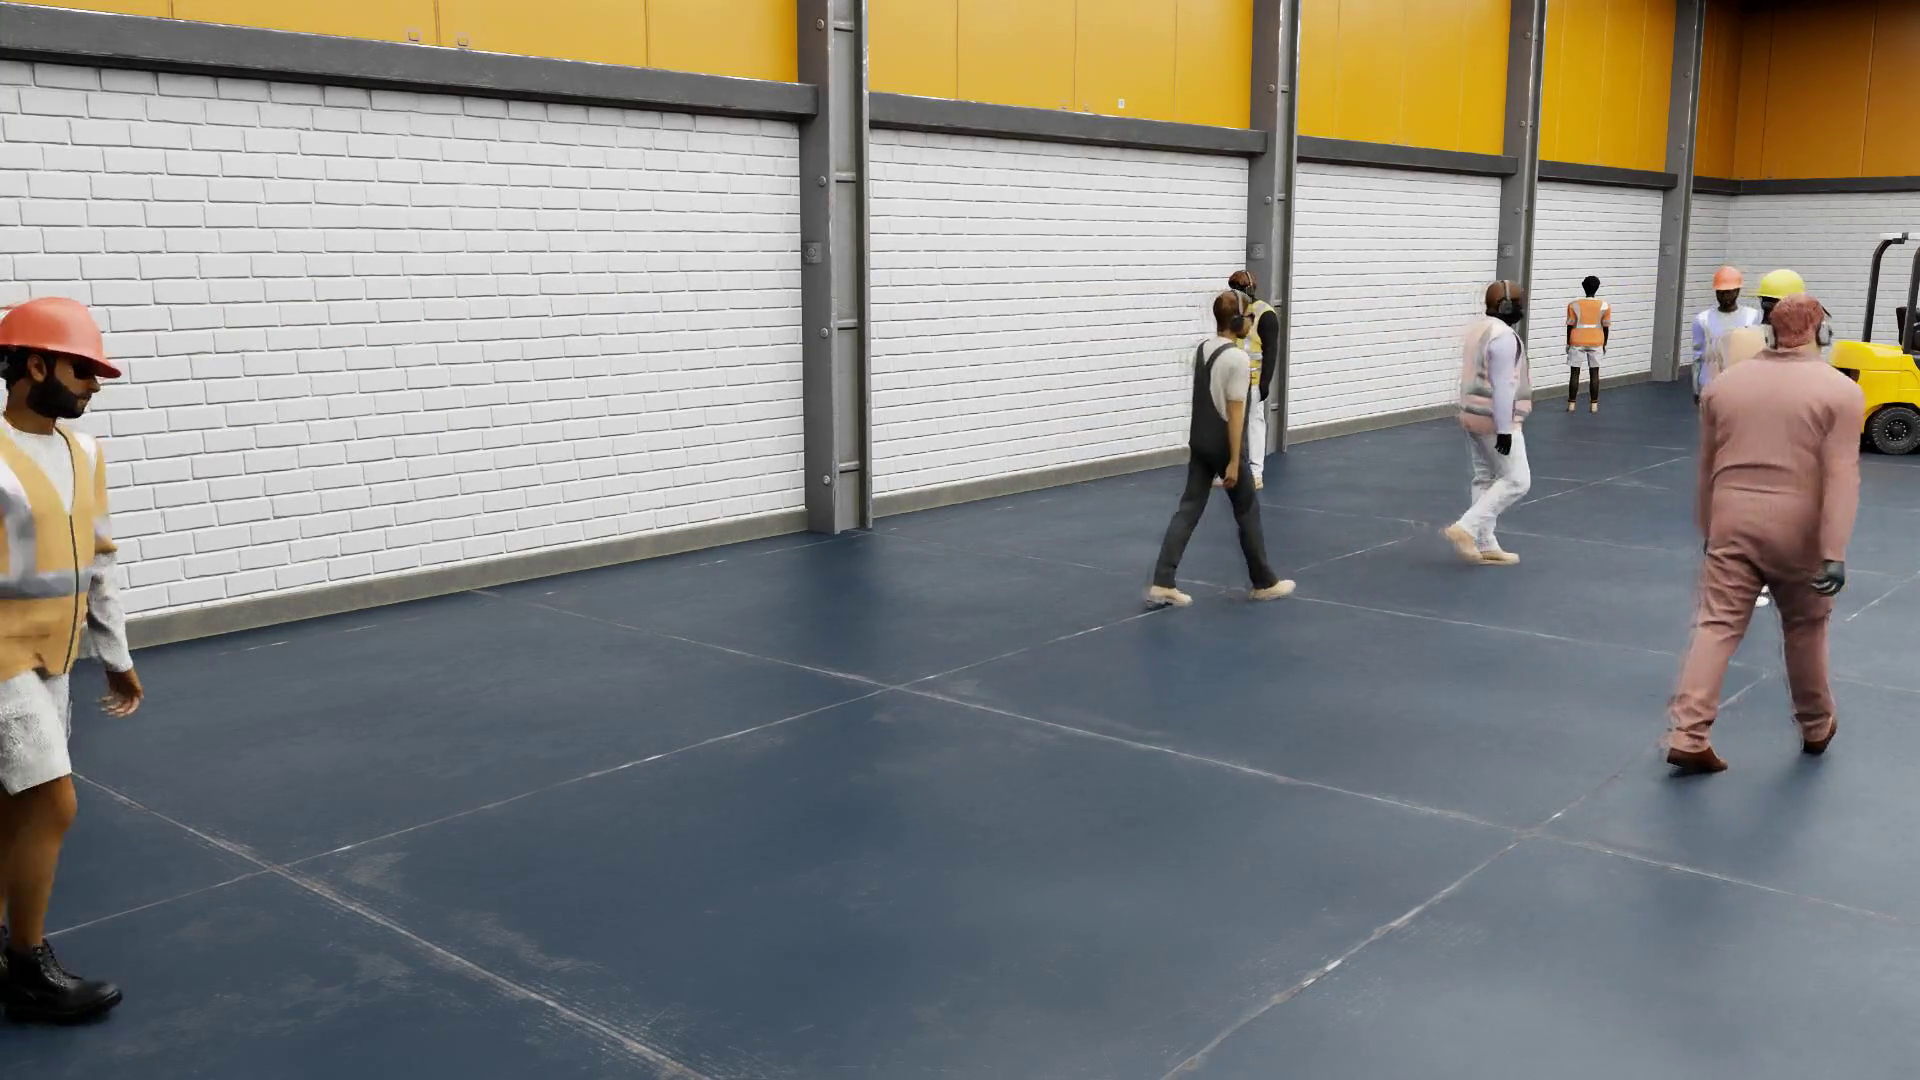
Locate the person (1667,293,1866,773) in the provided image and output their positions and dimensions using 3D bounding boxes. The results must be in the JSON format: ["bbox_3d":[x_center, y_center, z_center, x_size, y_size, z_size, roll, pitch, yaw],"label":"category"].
[{"bbox_3d":[3.164,-0.016,6.461,1.020,1.854,0.679,-8,13,-38],"label":"person"}]

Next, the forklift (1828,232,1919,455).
[{"bbox_3d":[9.955,-1.972,16.595,2.313,2.155,1.214,1,10,8],"label":"forklift"}]

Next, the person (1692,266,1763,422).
[{"bbox_3d":[6.338,-1.323,13.802,0.541,1.892,1.007,4,11,21],"label":"person"}]

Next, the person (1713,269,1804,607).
[{"bbox_3d":[4.587,-0.564,9.395,0.661,1.902,0.608,-5,11,-27],"label":"person"}]

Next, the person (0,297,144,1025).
[{"bbox_3d":[-2.450,0.317,4.409,0.604,1.894,0.581,1,10,3],"label":"person"}]

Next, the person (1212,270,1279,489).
[{"bbox_3d":[2.371,-1.341,14.008,0.429,1.843,0.627,-7,12,-35],"label":"person"}]

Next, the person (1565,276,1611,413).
[{"bbox_3d":[7.749,-2.414,20.554,0.529,1.689,0.320,2,10,12],"label":"person"}]

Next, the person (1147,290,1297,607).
[{"bbox_3d":[1.469,-0.506,9.396,0.963,1.804,0.533,-5,11,-28],"label":"person"}]

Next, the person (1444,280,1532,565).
[{"bbox_3d":[3.381,-0.726,10.533,0.446,1.829,0.652,0,10,1],"label":"person"}]
